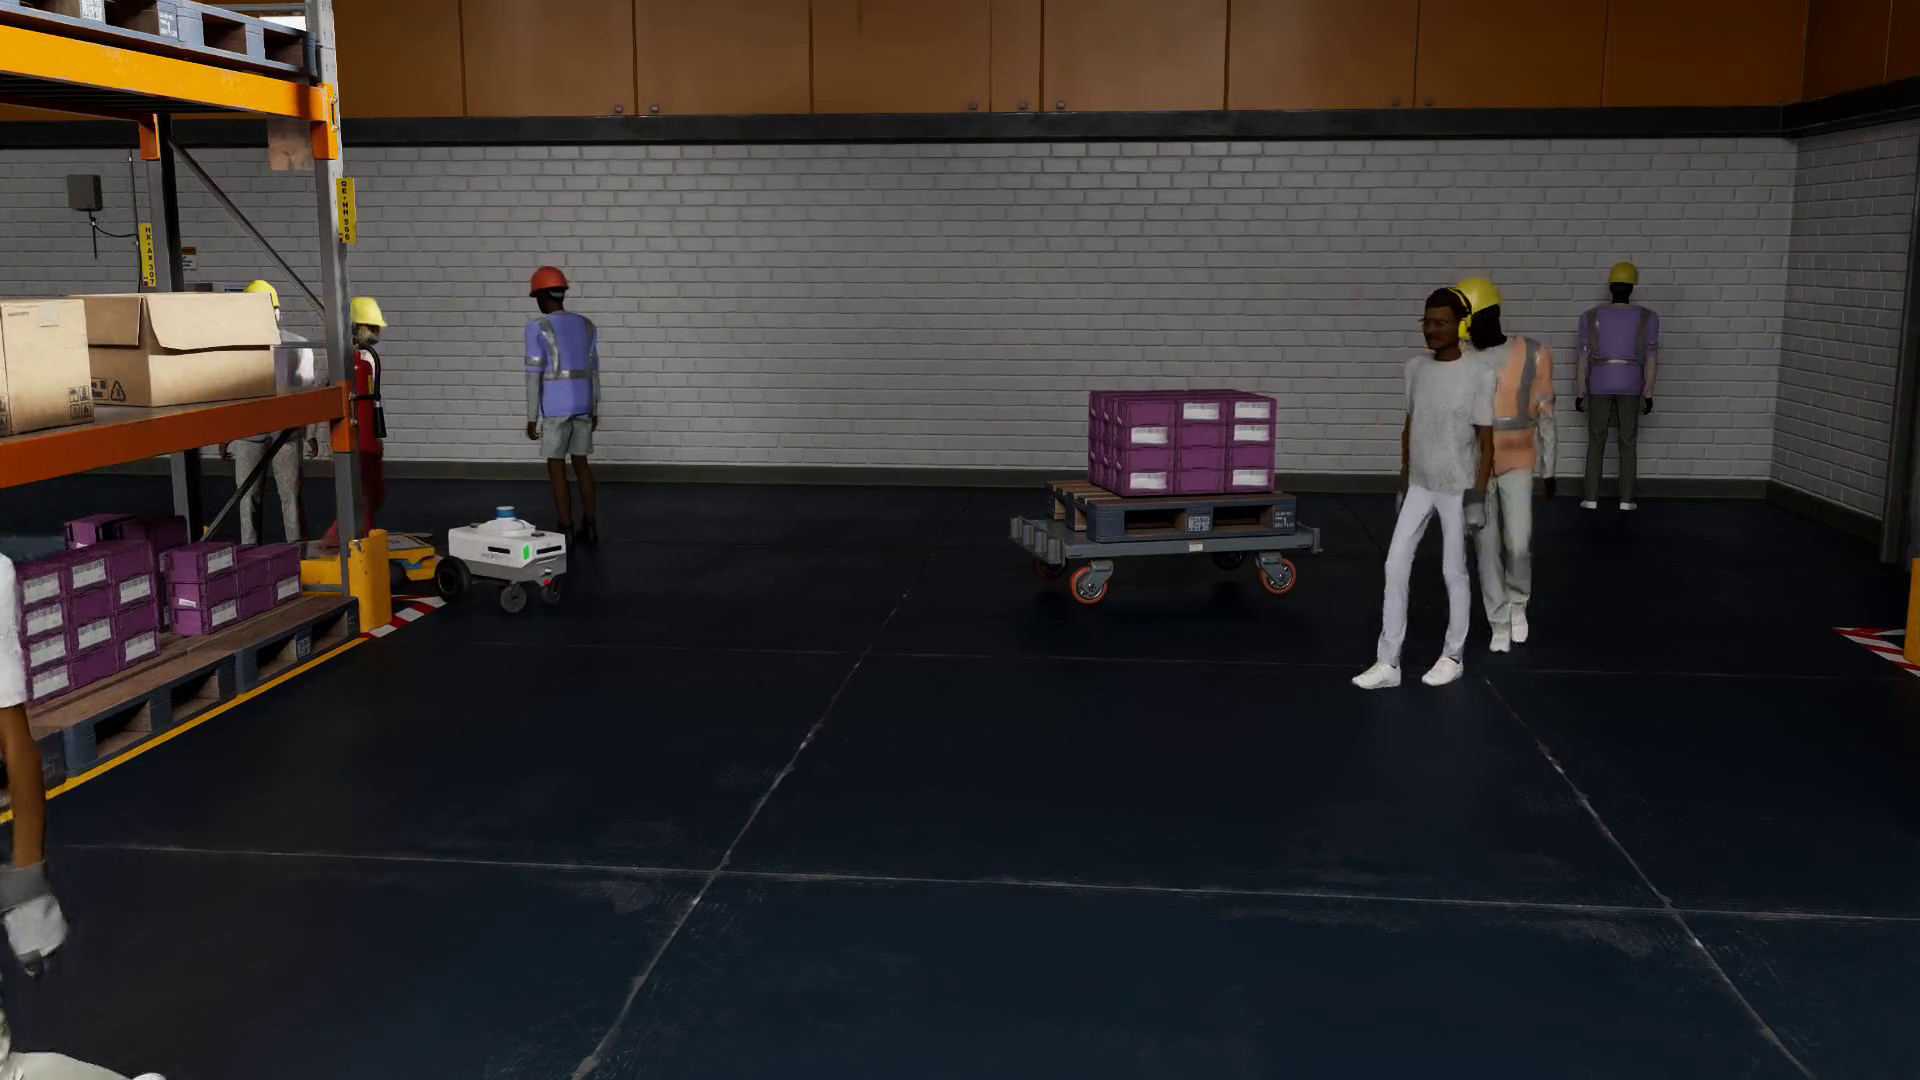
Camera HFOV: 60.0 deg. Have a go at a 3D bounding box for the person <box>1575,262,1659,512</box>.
[{"bbox_3d":[5.065,-1.175,12.865,0.590,1.927,0.367,4,11,19],"label":"person"}]

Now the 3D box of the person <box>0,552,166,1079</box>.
[{"bbox_3d":[-1.850,0.584,3.033,0.518,1.851,0.771,2,10,13],"label":"person"}]

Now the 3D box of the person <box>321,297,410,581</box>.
[{"bbox_3d":[-3.680,-0.605,10.104,0.579,1.741,0.545,1,10,6],"label":"person"}]

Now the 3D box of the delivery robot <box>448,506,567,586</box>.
[{"bbox_3d":[-2.586,0.050,9.507,0.707,0.478,0.477,7,12,34],"label":"delivery robot"}]

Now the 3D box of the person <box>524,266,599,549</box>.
[{"bbox_3d":[-2.729,-0.897,11.321,0.446,1.914,0.556,8,13,38],"label":"person"}]

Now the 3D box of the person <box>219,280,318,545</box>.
[{"bbox_3d":[-4.261,-0.670,10.229,0.600,1.836,0.404,-4,11,-21],"label":"person"}]

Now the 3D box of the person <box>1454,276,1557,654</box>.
[{"bbox_3d":[2.669,-0.371,8.358,0.627,1.887,0.411,4,11,22],"label":"person"}]

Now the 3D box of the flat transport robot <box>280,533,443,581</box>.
[{"bbox_3d":[-3.843,0.144,10.050,1.431,0.197,0.652,-6,12,-32],"label":"flat transport robot"}]

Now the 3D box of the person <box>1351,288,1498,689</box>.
[{"bbox_3d":[2.115,-0.207,7.548,0.809,1.842,0.567,-9,13,-41],"label":"person"}]
